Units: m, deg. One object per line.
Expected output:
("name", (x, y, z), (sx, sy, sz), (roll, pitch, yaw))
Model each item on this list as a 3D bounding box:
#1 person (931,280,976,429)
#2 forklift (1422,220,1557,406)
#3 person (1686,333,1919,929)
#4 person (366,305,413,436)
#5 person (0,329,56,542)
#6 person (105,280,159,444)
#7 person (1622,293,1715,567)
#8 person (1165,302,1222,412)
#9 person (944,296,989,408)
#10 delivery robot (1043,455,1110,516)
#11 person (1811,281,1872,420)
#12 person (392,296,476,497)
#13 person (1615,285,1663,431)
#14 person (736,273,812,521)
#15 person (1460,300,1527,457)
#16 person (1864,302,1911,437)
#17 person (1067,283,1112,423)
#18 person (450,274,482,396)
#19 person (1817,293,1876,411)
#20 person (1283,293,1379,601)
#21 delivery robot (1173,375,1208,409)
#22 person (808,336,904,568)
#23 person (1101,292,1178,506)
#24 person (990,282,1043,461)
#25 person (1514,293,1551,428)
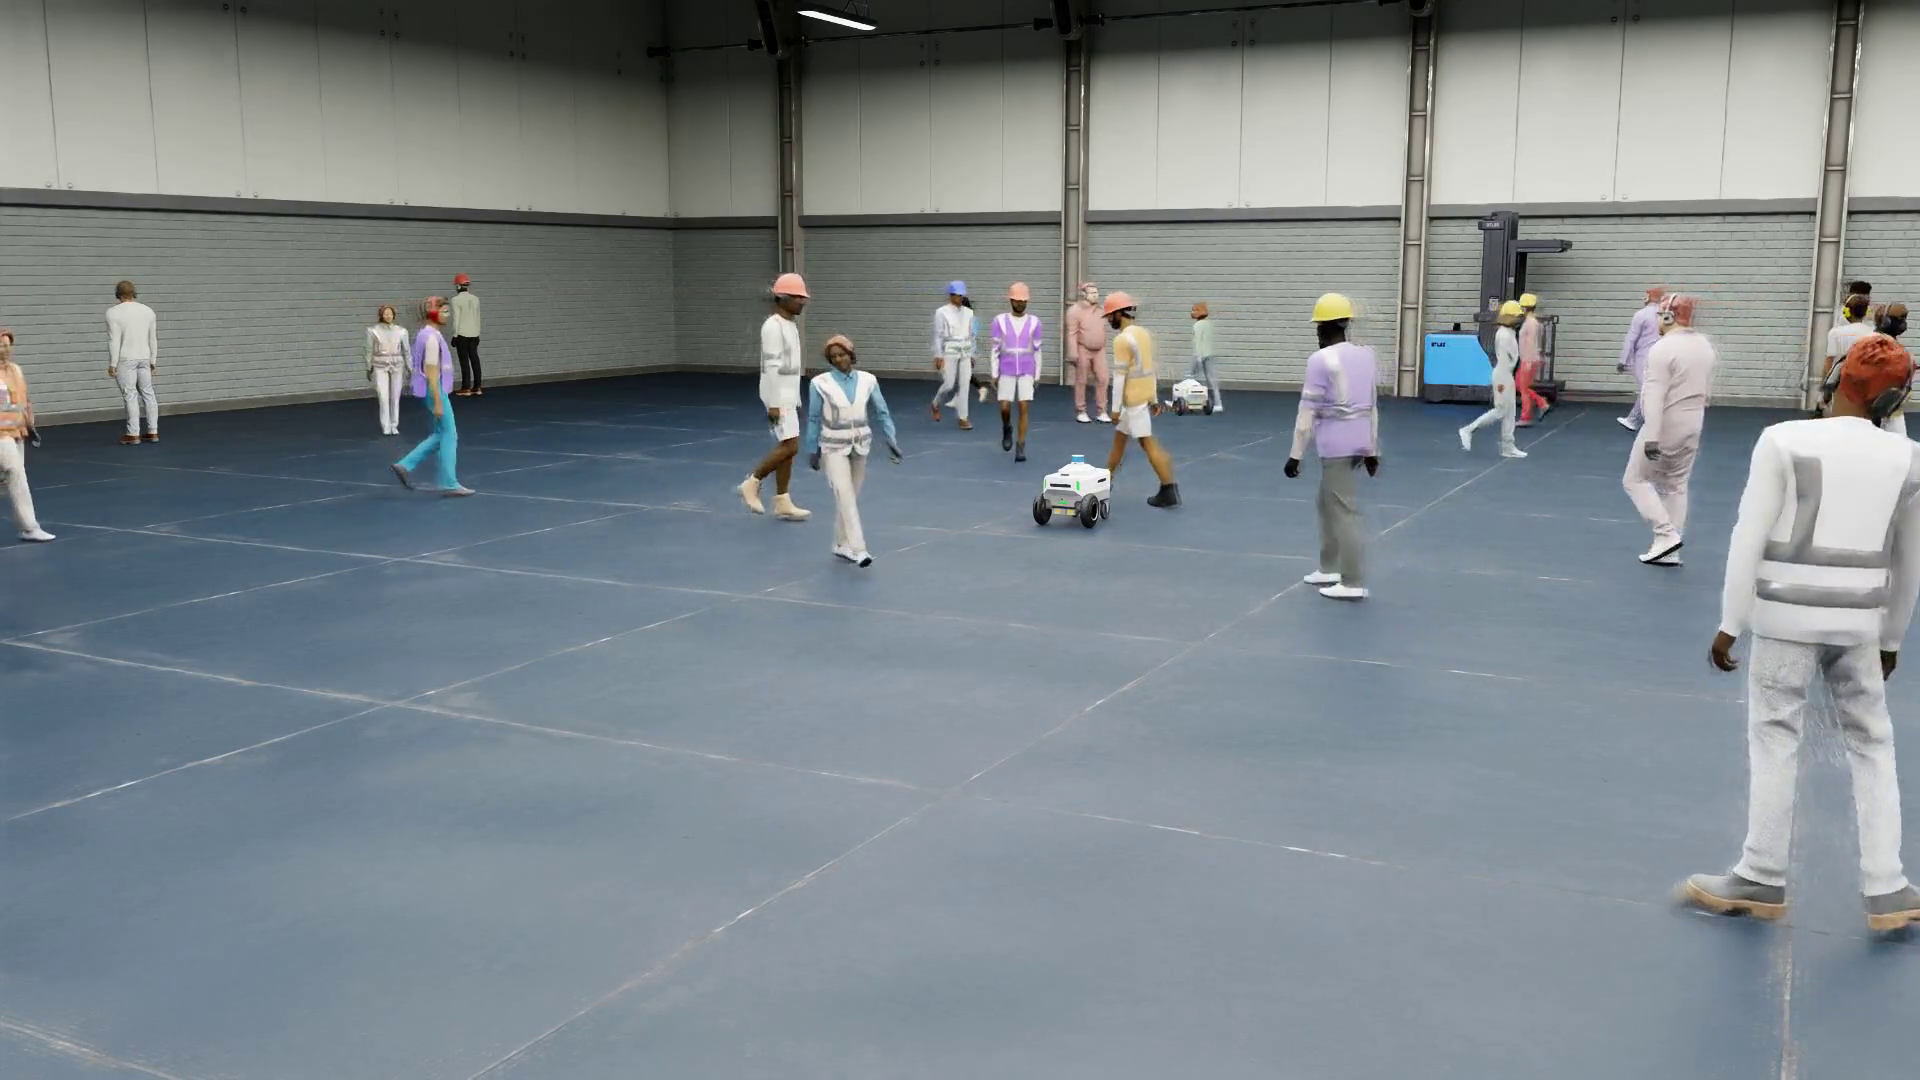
("person", (-0.091, -2.423, 21.699), (0.624, 1.929, 0.698), (-6, 11, -33))
("forklift", (8.245, -3.527, 25.720), (1.873, 2.768, 1.129), (5, 10, 27))
("person", (2.726, 0.294, 5.188), (0.710, 1.859, 0.405), (0, 9, -3))
("person", (-7.052, -2.090, 20.604), (0.537, 1.614, 0.755), (-5, 11, -29))
("person", (-7.300, -0.799, 12.633), (0.742, 1.614, 0.513), (0, 9, 0))
("person", (-9.845, -2.117, 19.794), (0.352, 1.936, 0.635), (5, 10, 27))
("person", (4.897, -0.755, 11.524), (0.658, 1.890, 0.433), (-6, 11, -31))
("person", (3.467, -2.670, 24.279), (0.863, 1.588, 0.505), (6, 11, 35))
("person", (0.107, -2.850, 25.117), (0.734, 1.671, 0.537), (-5, 10, -26))
("delivery robot", (0.965, -0.457, 13.647), (0.477, 0.478, 0.707), (5, 10, 27))
("person", (11.517, -2.372, 21.428), (1.001, 1.910, 0.622), (4, 10, 23))
("person", (-4.785, -1.293, 15.052), (0.630, 1.824, 0.580), (-3, 10, -20))
("person", (8.523, -2.236, 20.766), (0.646, 1.863, 0.965), (-4, 10, -24))
("person", (-1.475, -1.164, 13.645), (0.550, 2.025, 0.625), (1, 9, 8))
("person", (5.954, -1.791, 18.416), (0.651, 1.725, 0.497), (4, 10, 25))
("person", (7.718, -1.106, 14.032), (0.640, 1.801, 0.978), (-7, 12, -39))
("person", (1.776, -2.490, 22.256), (0.665, 1.874, 0.802), (-4, 10, -25))
("person", (-8.186, -3.387, 27.479), (0.411, 1.988, 0.629), (4, 10, 26))
("person", (8.486, -1.430, 15.855), (0.544, 1.844, 0.832), (1, 9, 7))
("person", (2.315, -0.590, 10.476), (0.699, 1.900, 0.603), (9, 13, 43))
("delivery robot", (3.318, -2.130, 23.969), (0.477, 0.478, 0.707), (-1, 9, -9))
("person", (-0.718, -0.600, 11.468), (0.598, 1.590, 0.850), (-5, 11, -29))
("person", (1.482, -1.236, 14.607), (1.024, 1.850, 0.605), (4, 10, 26))
("person", (0.613, -1.837, 18.103), (0.571, 1.925, 0.545), (0, 9, -1))
("person", (7.481, -2.348, 21.797), (0.468, 1.755, 0.525), (2, 9, 11))
